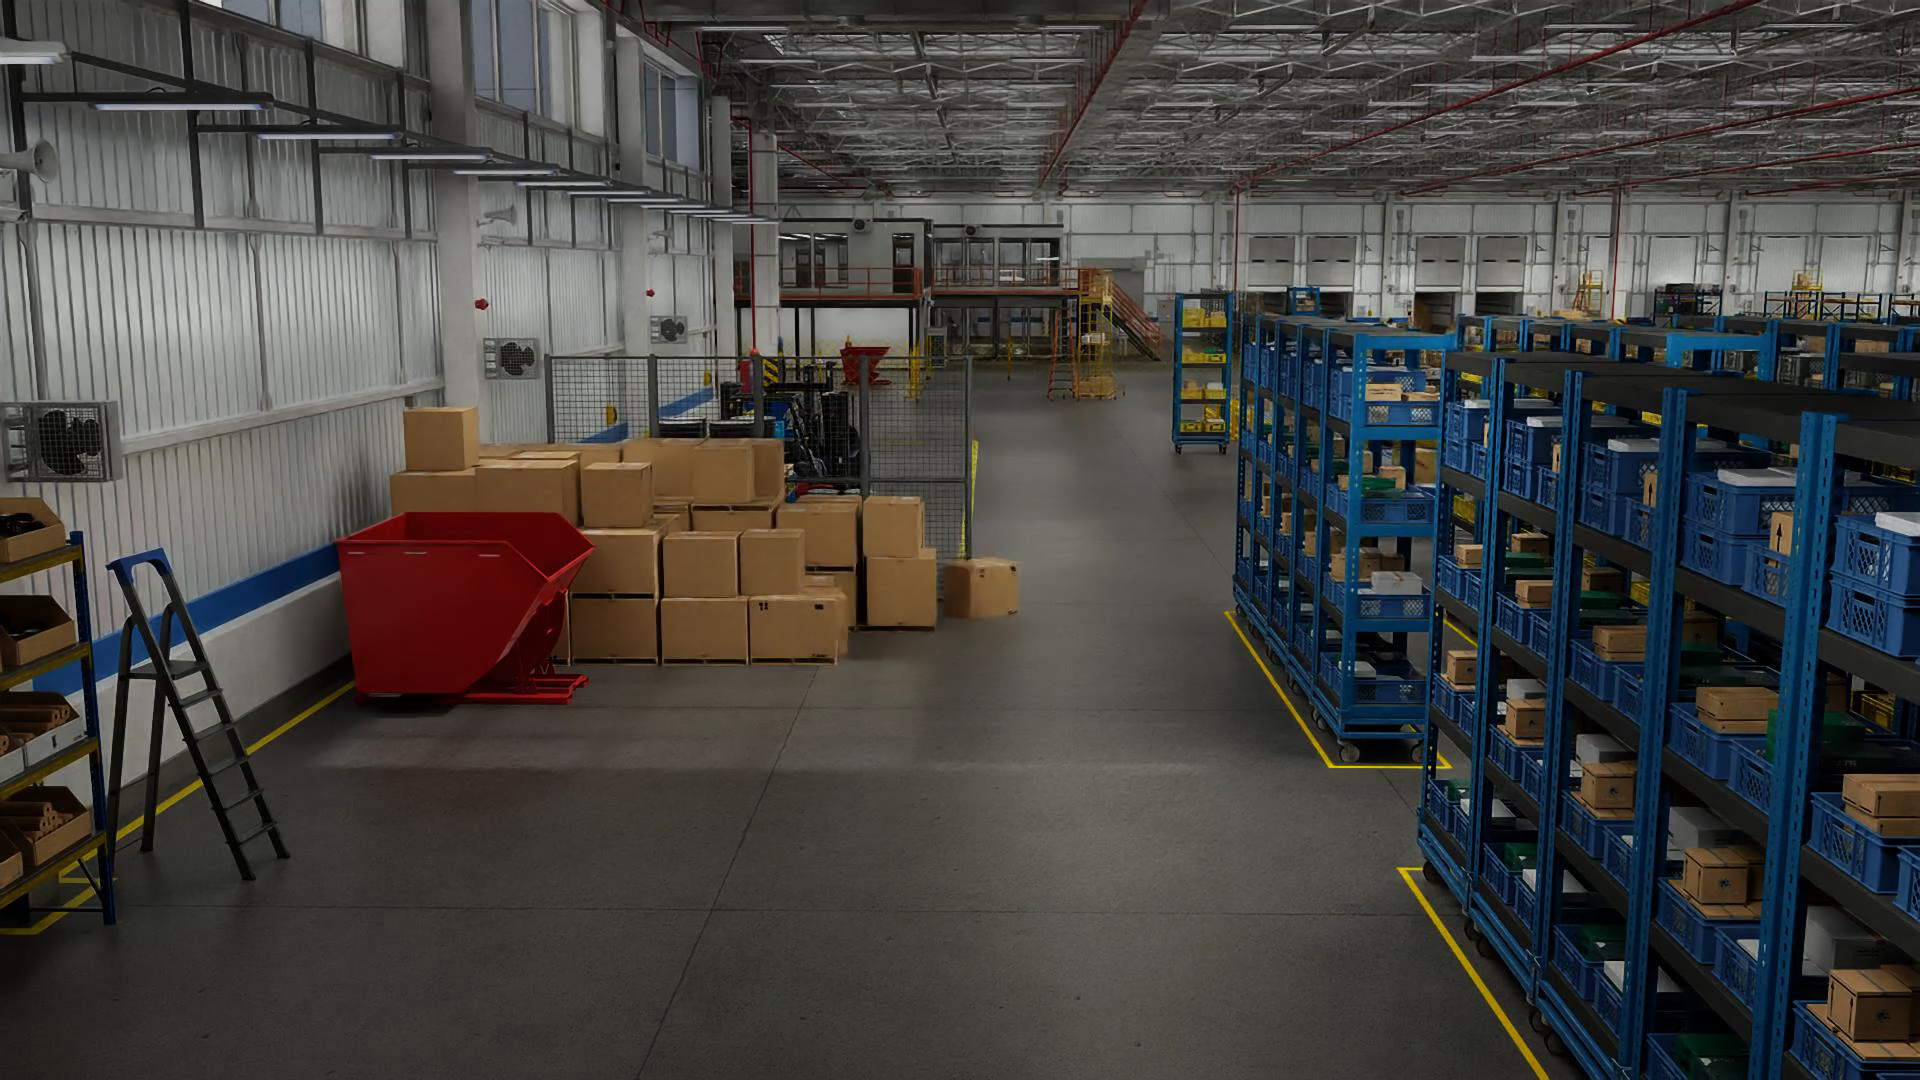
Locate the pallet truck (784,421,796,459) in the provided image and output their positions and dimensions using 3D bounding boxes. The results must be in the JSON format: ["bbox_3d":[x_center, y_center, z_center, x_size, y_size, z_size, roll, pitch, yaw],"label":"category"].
[{"bbox_3d":[-4.013,-1.793,32.705,1.601,1.201,0.680,0,9,1],"label":"pallet truck"}]

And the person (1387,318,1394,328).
[{"bbox_3d":[20.220,-9.448,77.883,1.000,1.891,0.641,0,9,-2],"label":"person"}]

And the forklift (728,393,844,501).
[{"bbox_3d":[-2.979,-1.316,26.476,2.680,1.987,1.157,0,9,1],"label":"forklift"}]

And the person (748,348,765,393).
[{"bbox_3d":[-5.432,-4.062,44.197,0.374,2.044,0.605,5,10,28],"label":"person"}]

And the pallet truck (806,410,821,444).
[{"bbox_3d":[-3.559,-2.018,33.905,1.522,1.261,0.704,0,9,-1],"label":"pallet truck"}]

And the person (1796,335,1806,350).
[{"bbox_3d":[30.740,-6.682,60.922,0.327,1.862,0.516,-2,9,-11],"label":"person"}]

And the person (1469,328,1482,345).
[{"bbox_3d":[20.489,-7.565,66.475,0.590,1.828,0.638,-3,10,-20],"label":"person"}]

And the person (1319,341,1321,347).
[{"bbox_3d":[14.306,-7.389,65.094,0.541,1.930,0.386,0,9,-2],"label":"person"}]

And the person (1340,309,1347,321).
[{"bbox_3d":[21.749,-12.108,94.171,0.658,1.923,0.652,5,11,30],"label":"person"}]

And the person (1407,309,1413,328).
[{"bbox_3d":[25.587,-12.173,94.624,0.395,1.918,0.591,5,11,30],"label":"person"}]

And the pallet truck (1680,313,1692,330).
[{"bbox_3d":[36.315,-10.531,84.244,0.823,1.965,1.885,-6,11,-33],"label":"pallet truck"}]

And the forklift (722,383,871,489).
[{"bbox_3d":[-2.893,-1.687,28.729,2.680,1.987,1.157,0,9,-1],"label":"forklift"}]

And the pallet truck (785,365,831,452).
[{"bbox_3d":[-3.774,-2.976,37.635,1.885,1.965,0.823,1,9,5],"label":"pallet truck"}]

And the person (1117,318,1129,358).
[{"bbox_3d":[7.652,-9.469,78.043,0.573,1.883,0.353,3,10,20],"label":"person"}]

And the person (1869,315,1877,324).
[{"bbox_3d":[44.956,-10.144,82.116,0.678,1.911,0.588,3,10,19],"label":"person"}]

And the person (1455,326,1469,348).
[{"bbox_3d":[25.364,-10.383,83.892,0.626,1.817,0.770,-7,12,-38],"label":"person"}]

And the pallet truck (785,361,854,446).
[{"bbox_3d":[-3.410,-3.193,38.978,1.885,1.965,0.823,0,9,-1],"label":"pallet truck"}]

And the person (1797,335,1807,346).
[{"bbox_3d":[35.056,-8.096,69.559,0.736,1.888,0.614,1,9,4],"label":"person"}]

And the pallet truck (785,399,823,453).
[{"bbox_3d":[-3.814,-2.432,36.419,1.630,1.274,0.653,0,9,1],"label":"pallet truck"}]
